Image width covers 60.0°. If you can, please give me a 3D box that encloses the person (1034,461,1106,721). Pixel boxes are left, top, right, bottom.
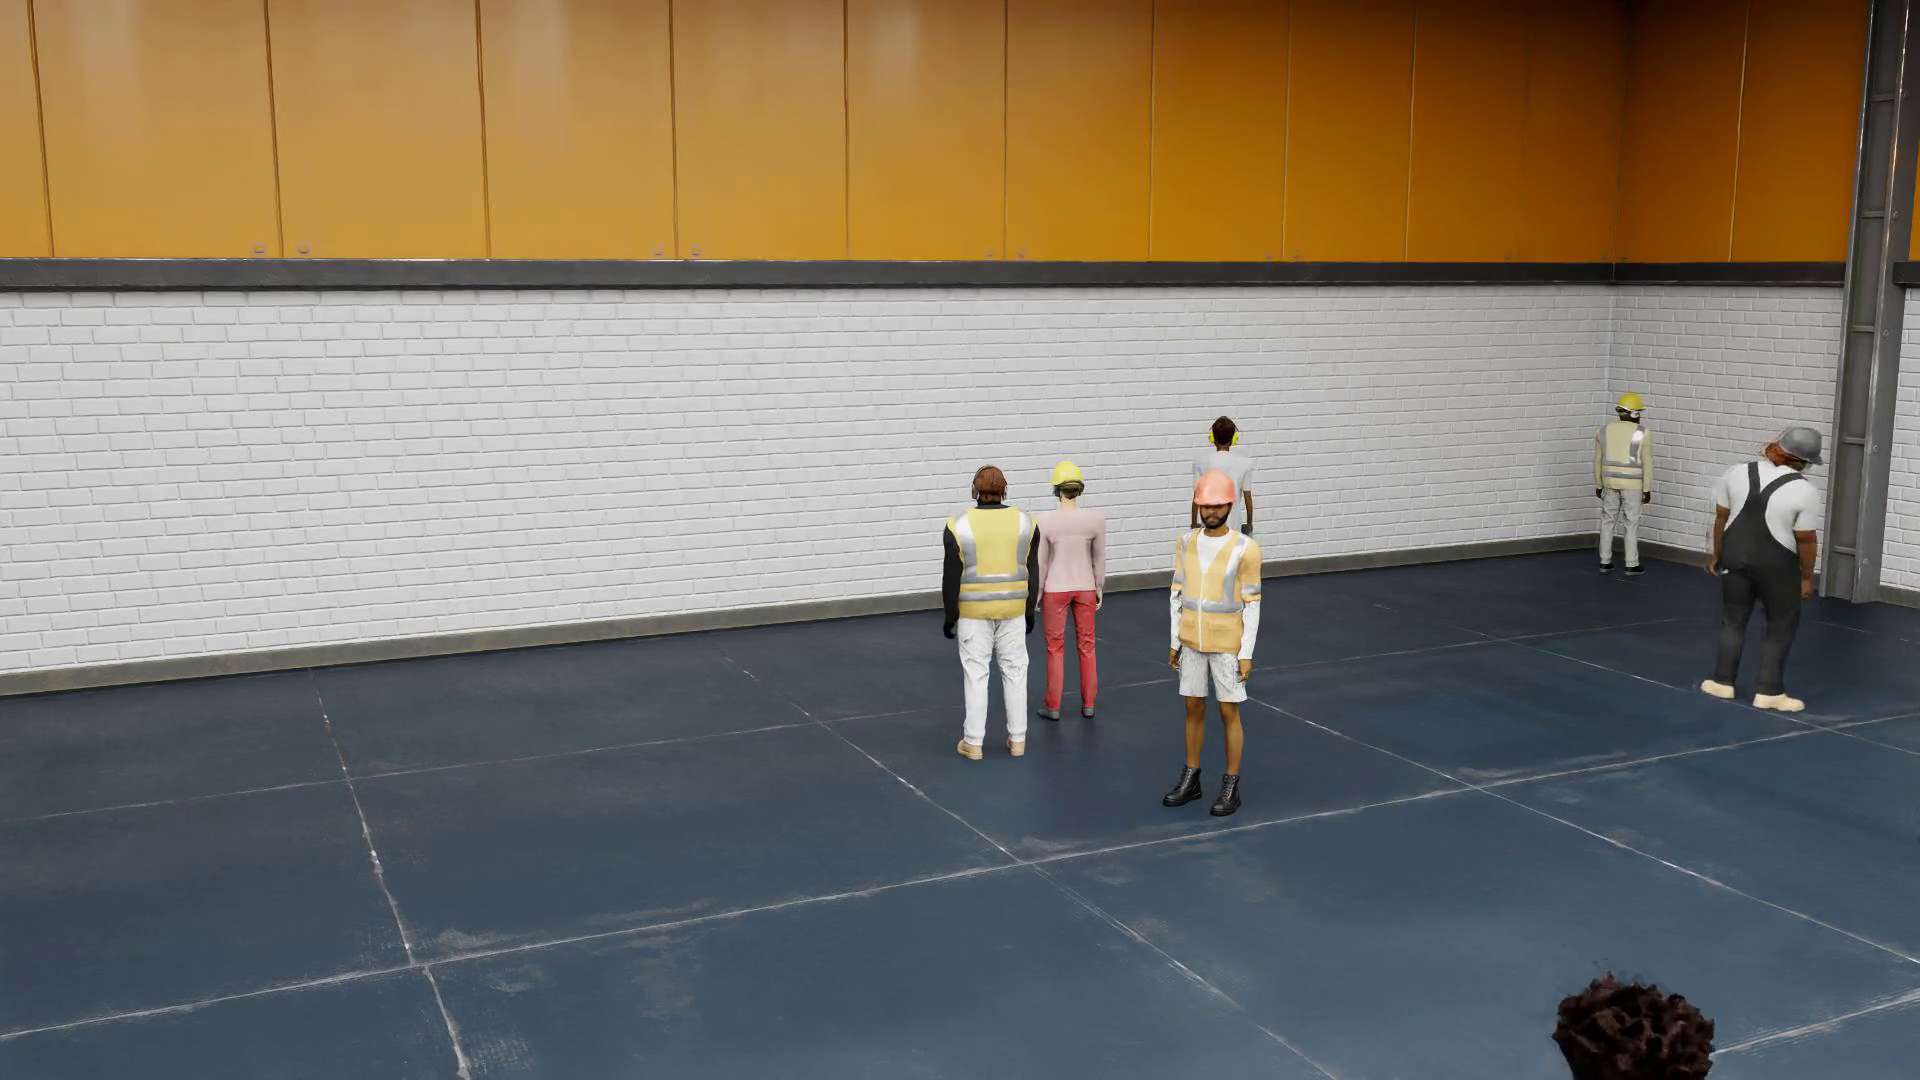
[{"bbox_3d":[0.730,0.349,11.262,0.525,1.767,0.315,-2,9,-13],"label":"person"}]

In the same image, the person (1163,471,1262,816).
[{"bbox_3d":[1.407,0.573,9.332,0.545,1.939,0.360,7,11,36],"label":"person"}]

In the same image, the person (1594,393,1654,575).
[{"bbox_3d":[6.678,-0.564,16.726,0.404,1.828,0.592,-8,12,-43],"label":"person"}]

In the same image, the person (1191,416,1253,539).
[{"bbox_3d":[2.135,-0.075,13.590,0.533,1.861,0.310,1,9,5],"label":"person"}]

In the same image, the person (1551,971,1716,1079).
[{"bbox_3d":[1.027,1.622,2.769,0.624,1.951,0.485,-3,10,-17],"label":"person"}]

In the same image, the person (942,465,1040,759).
[{"bbox_3d":[0.186,0.451,10.387,0.624,1.845,0.430,-2,9,-12],"label":"person"}]

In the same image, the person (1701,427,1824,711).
[{"bbox_3d":[5.648,0.139,11.706,0.534,2.000,0.806,-6,11,-34],"label":"person"}]
